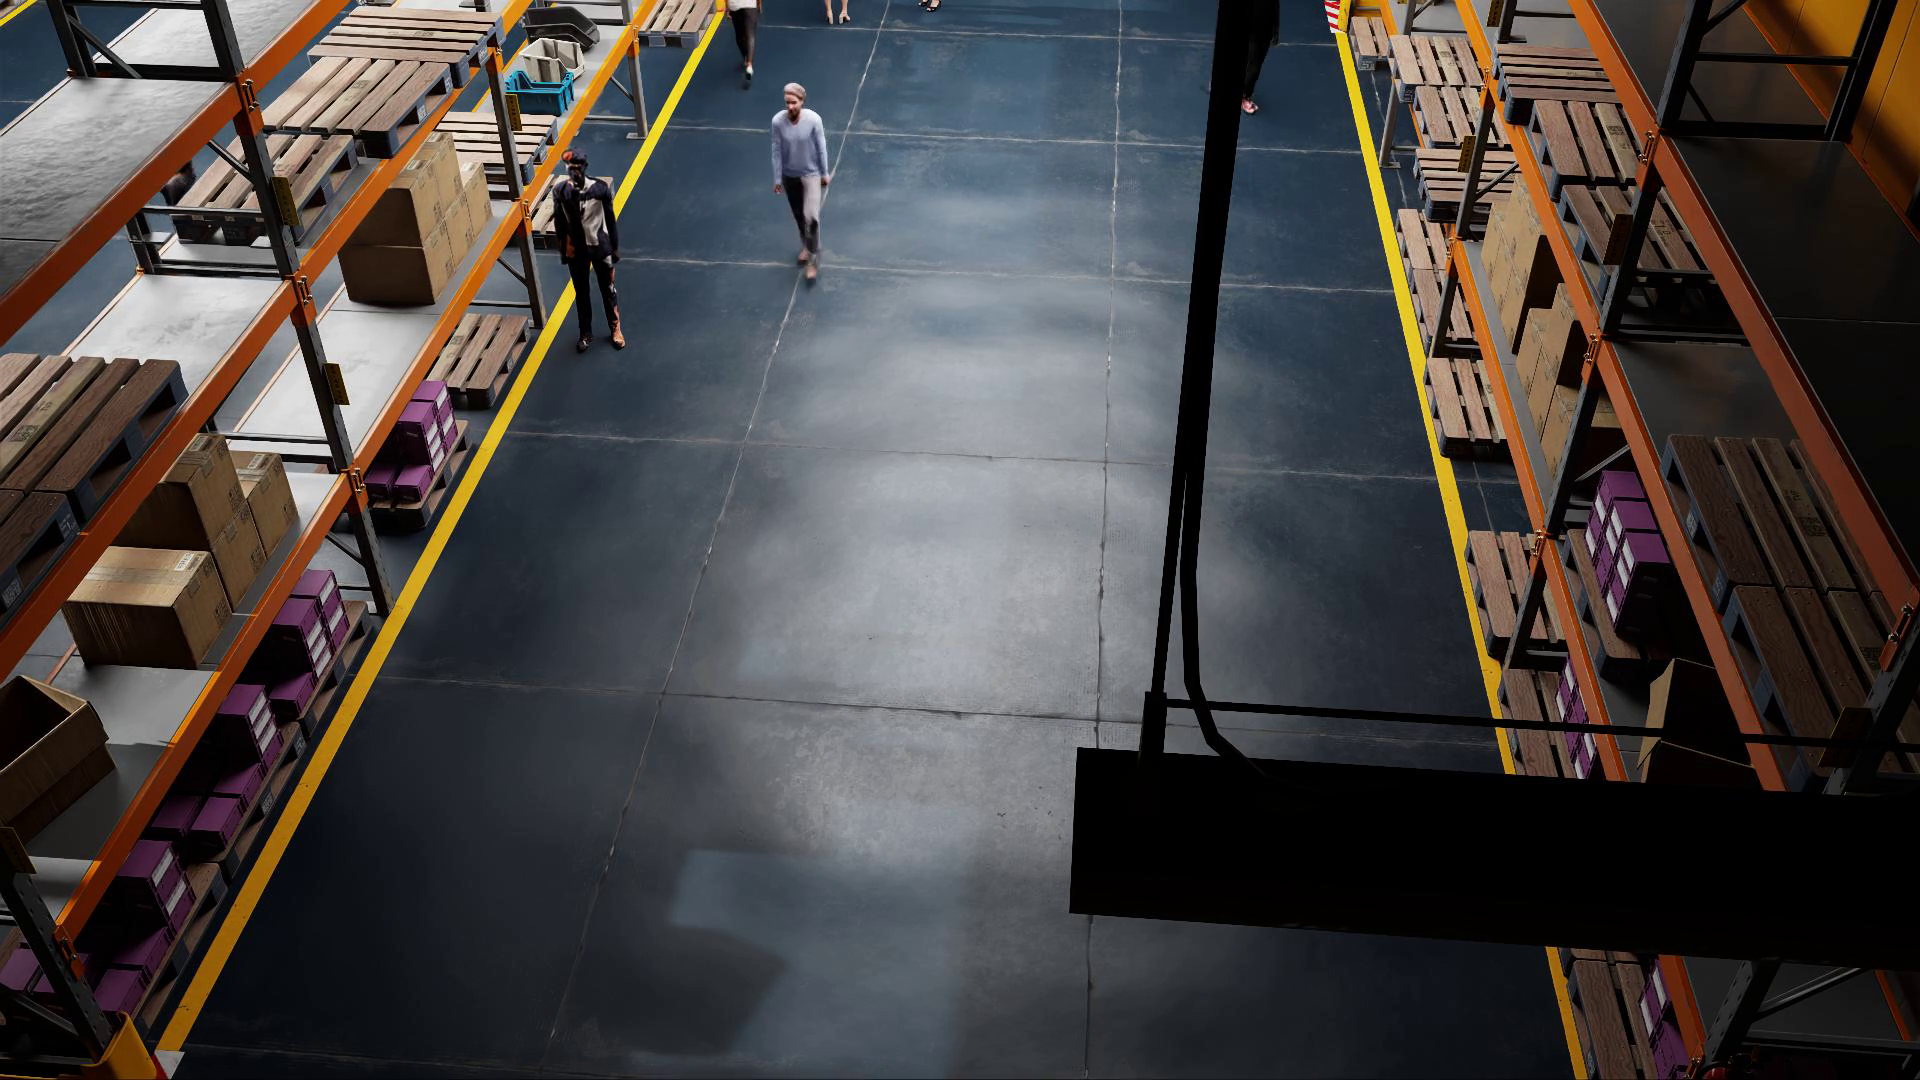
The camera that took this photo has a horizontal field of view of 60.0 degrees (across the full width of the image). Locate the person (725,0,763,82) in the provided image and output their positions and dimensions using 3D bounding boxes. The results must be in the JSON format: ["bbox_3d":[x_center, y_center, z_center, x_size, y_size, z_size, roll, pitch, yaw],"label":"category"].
[{"bbox_3d":[-2.509,-6.109,19.182,0.683,1.613,1.103,-2,39,-2],"label":"person"}]

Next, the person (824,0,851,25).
[{"bbox_3d":[-1.556,-7.261,20.495,0.627,1.775,0.608,3,39,4],"label":"person"}]

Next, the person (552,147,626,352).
[{"bbox_3d":[-3.228,-2.540,14.490,0.721,1.892,0.653,-4,39,-5],"label":"person"}]

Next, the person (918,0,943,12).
[{"bbox_3d":[-0.380,-7.533,20.837,0.847,1.773,0.766,-16,41,-19],"label":"person"}]

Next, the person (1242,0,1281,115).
[{"bbox_3d":[3.253,-5.650,18.498,0.766,1.750,0.803,-21,43,-24],"label":"person"}]

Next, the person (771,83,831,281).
[{"bbox_3d":[-1.470,-3.454,15.659,0.689,1.861,0.969,5,39,6],"label":"person"}]
